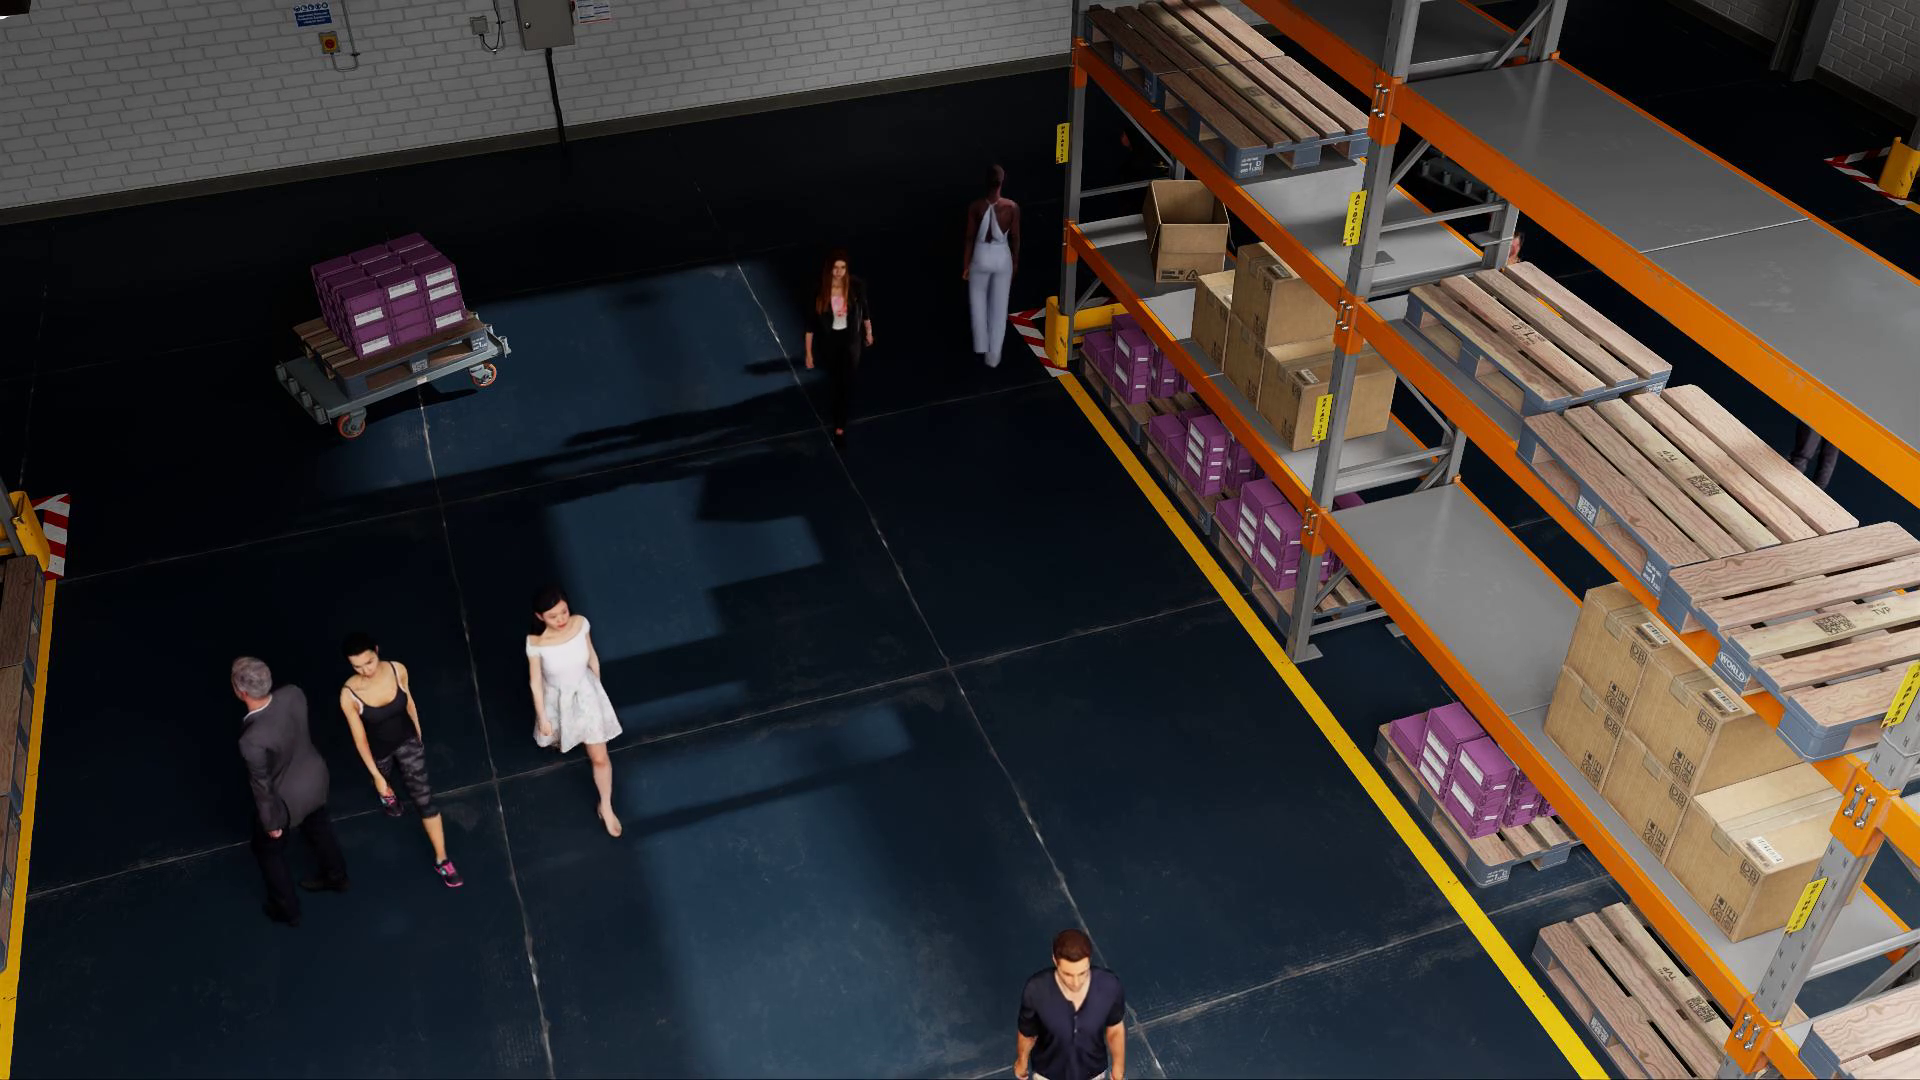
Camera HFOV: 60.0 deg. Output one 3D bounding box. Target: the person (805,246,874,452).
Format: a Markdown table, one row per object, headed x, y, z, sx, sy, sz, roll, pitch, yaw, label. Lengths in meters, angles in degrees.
| x | y | z | sx | sy | sz | roll | pitch | yaw | label |
| --- | --- | --- | --- | --- | --- | --- | --- | --- | --- |
| -0.918 | -1.575 | 12.842 | 0.929 | 1.657 | 1.230 | 1 | 39 | 1 | person |

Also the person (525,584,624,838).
| x | y | z | sx | sy | sz | roll | pitch | yaw | label |
| --- | --- | --- | --- | --- | --- | --- | --- | --- | --- |
| -2.301 | 0.921 | 9.647 | 0.801 | 1.745 | 1.173 | -24 | 44 | -27 | person |

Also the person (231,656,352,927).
| x | y | z | sx | sy | sz | roll | pitch | yaw | label |
| --- | --- | --- | --- | --- | --- | --- | --- | --- | --- |
| -3.590 | 1.349 | 9.046 | 0.968 | 1.826 | 0.884 | 6 | 39 | 7 | person |

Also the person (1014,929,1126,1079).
| x | y | z | sx | sy | sz | roll | pitch | yaw | label |
| --- | --- | --- | --- | --- | --- | --- | --- | --- | --- |
| 0.497 | 2.362 | 7.771 | 0.823 | 1.834 | 1.151 | -4 | 39 | -5 | person |

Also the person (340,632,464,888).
| x | y | z | sx | sy | sz | roll | pitch | yaw | label |
| --- | --- | --- | --- | --- | --- | --- | --- | --- | --- |
| -3.283 | 1.147 | 9.423 | 0.836 | 1.671 | 1.267 | -28 | 46 | -30 | person |

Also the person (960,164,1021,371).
| x | y | z | sx | sy | sz | roll | pitch | yaw | label |
| --- | --- | --- | --- | --- | --- | --- | --- | --- | --- |
| 0.253 | -2.154 | 13.477 | 0.741 | 1.768 | 0.778 | 2 | 39 | 3 | person |
